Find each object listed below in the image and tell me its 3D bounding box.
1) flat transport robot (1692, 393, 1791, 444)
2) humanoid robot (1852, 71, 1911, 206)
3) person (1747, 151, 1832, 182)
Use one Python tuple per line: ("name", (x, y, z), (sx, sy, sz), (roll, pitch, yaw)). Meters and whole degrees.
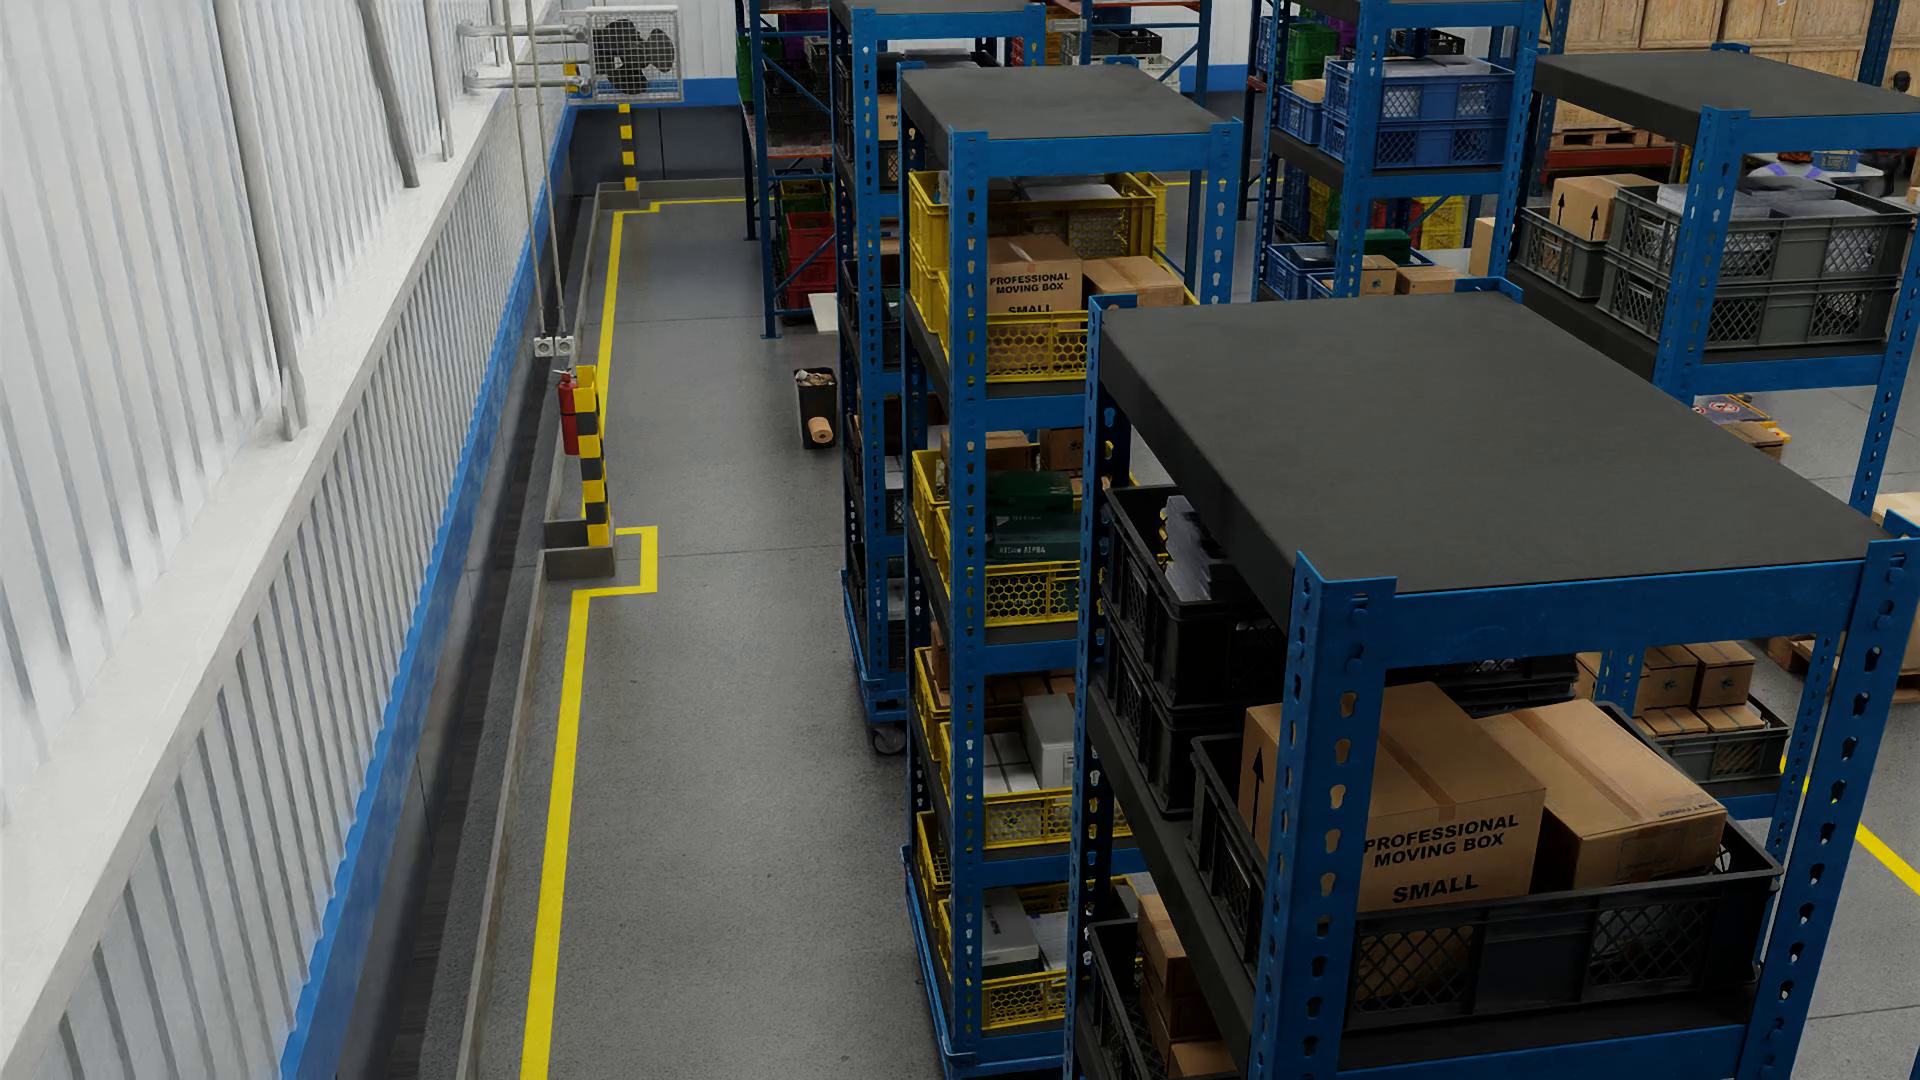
("flat transport robot", (5.224, -0.859, 12.132), (1.431, 0.197, 0.652), (-4, 25, -8))
("humanoid robot", (9.780, -4.101, 17.562), (0.703, 1.625, 0.602), (-15, 28, -29))
("person", (6.454, -2.325, 13.235), (0.679, 2.000, 0.536), (3, 25, 6))
